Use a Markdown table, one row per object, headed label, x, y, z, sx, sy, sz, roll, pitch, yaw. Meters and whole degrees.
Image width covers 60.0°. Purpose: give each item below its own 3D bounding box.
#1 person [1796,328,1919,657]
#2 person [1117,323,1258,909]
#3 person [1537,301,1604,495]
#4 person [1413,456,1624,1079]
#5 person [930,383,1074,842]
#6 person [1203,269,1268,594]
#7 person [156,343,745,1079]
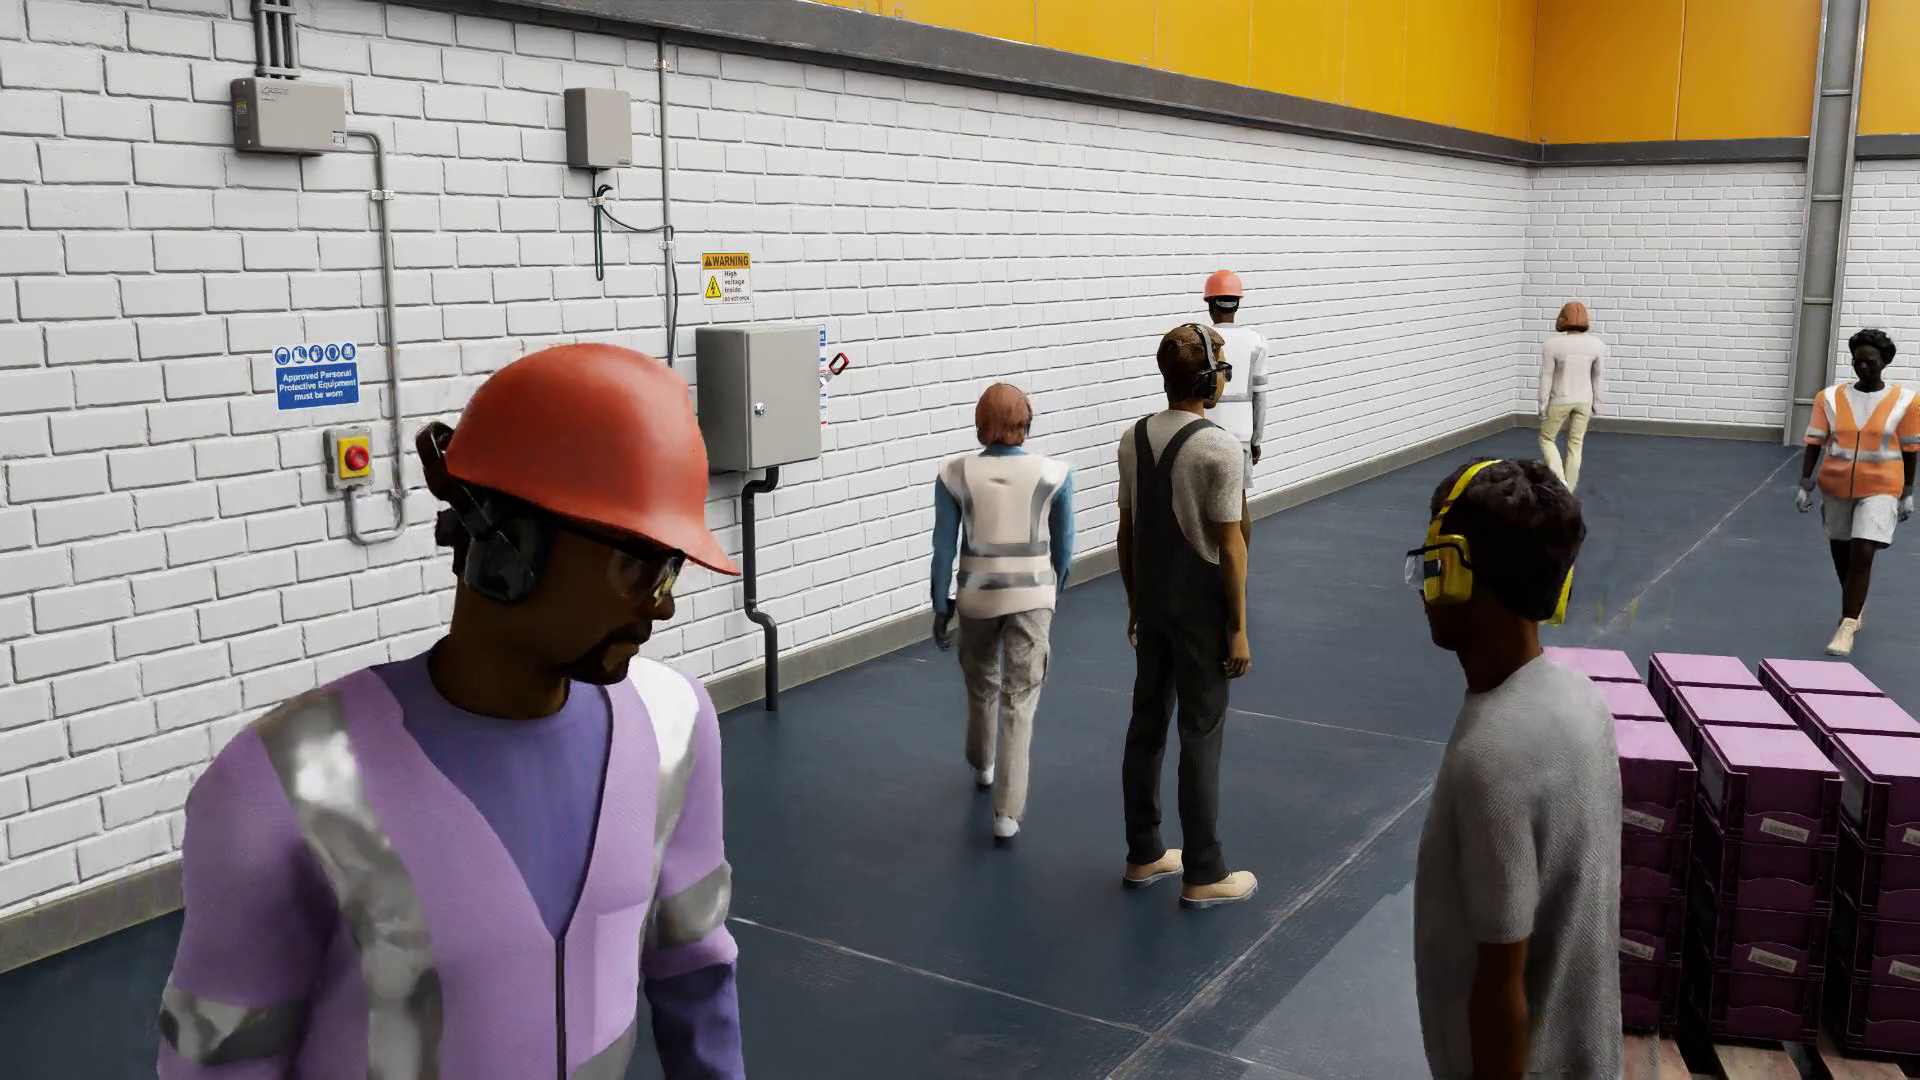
| label | x | y | z | sx | sy | sz | roll | pitch | yaw |
| --- | --- | --- | --- | --- | --- | --- | --- | --- | --- |
| person | 4.683 | -0.276 | 8.652 | 0.537 | 1.661 | 0.843 | 9 | 14 | 42 |
| person | 0.715 | 0.241 | 5.275 | 0.346 | 1.847 | 0.505 | -9 | 13 | -40 |
| person | 4.819 | -1.070 | 13.151 | 0.522 | 1.624 | 0.425 | 0 | 10 | 1 |
| person | 0.807 | 0.792 | 2.326 | 0.967 | 1.820 | 0.569 | 6 | 12 | 30 |
| person | 0.155 | 0.232 | 6.027 | 0.502 | 1.587 | 0.845 | 1 | 10 | 6 |
| person | 1.536 | -0.629 | 9.872 | 0.543 | 1.930 | 0.380 | -2 | 11 | -13 |
| person | -0.526 | 0.782 | 1.848 | 0.608 | 1.995 | 0.623 | 7 | 13 | 35 |
